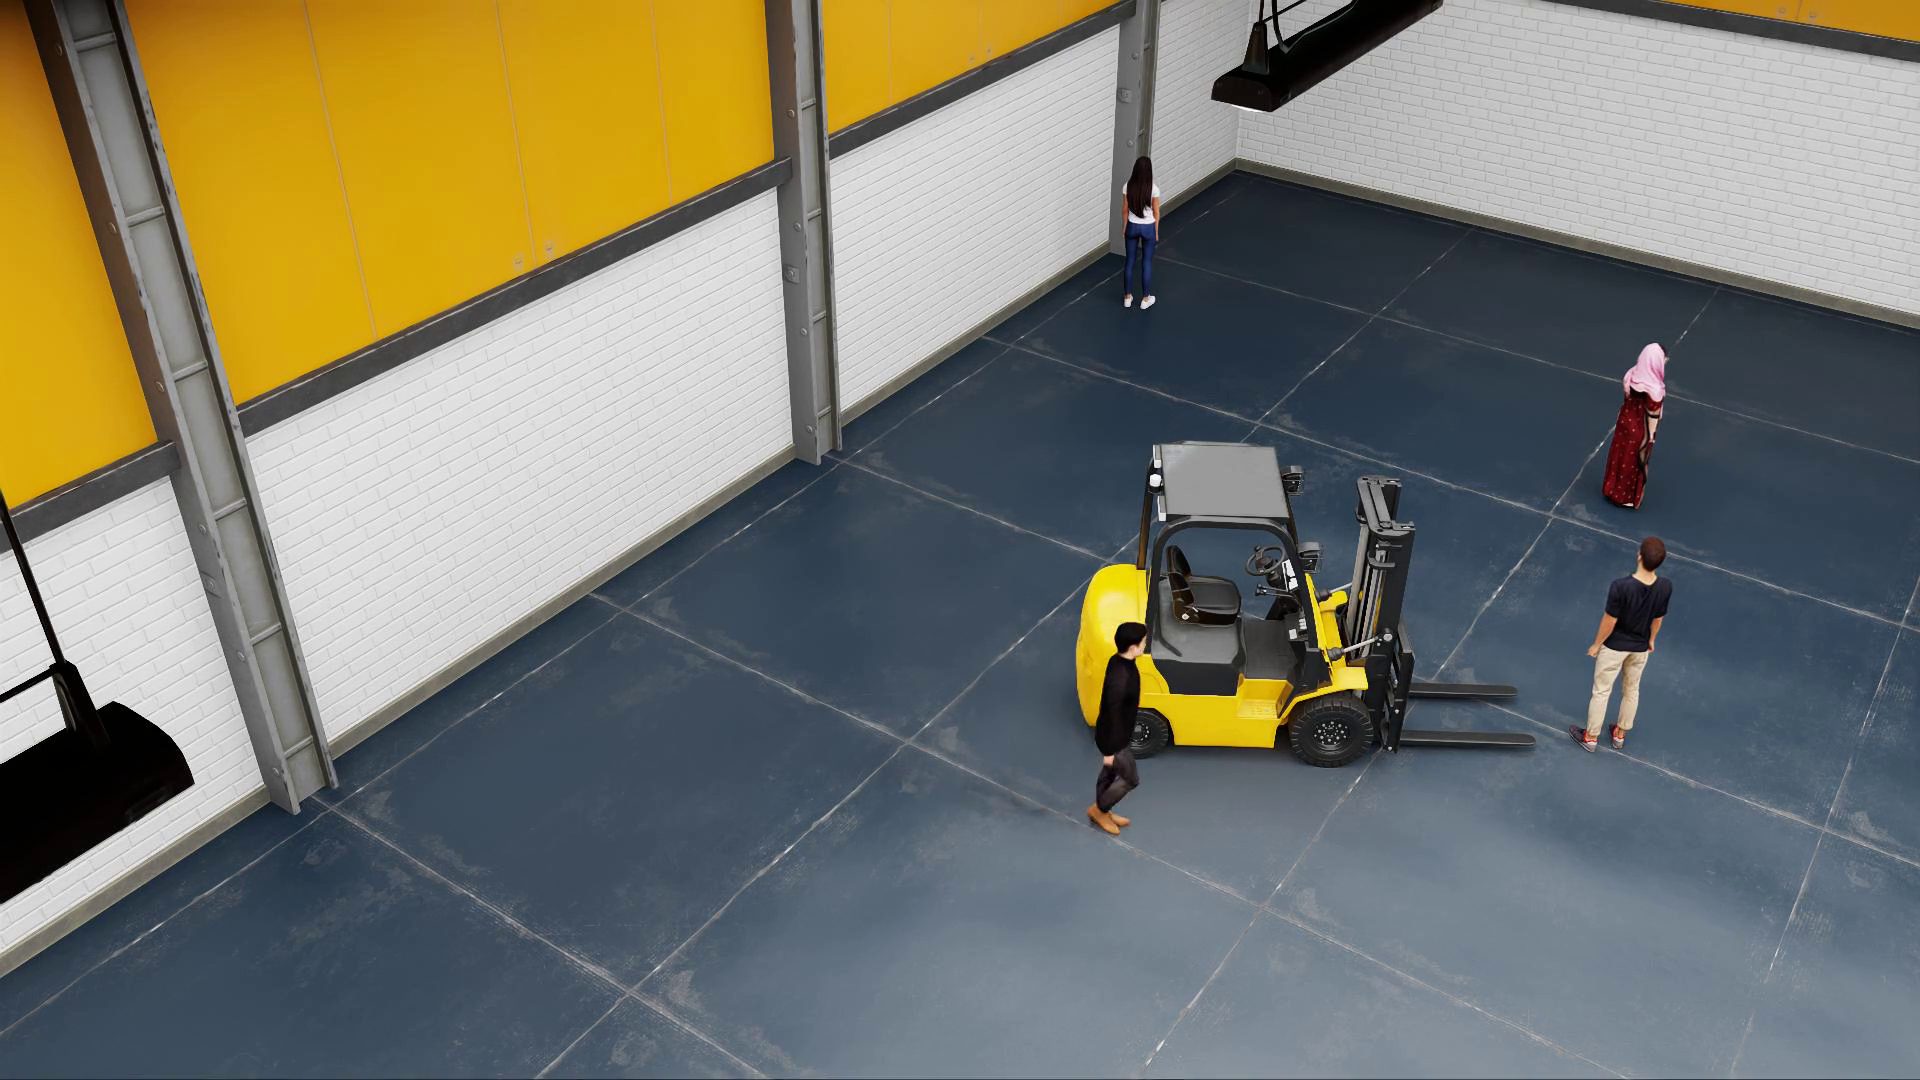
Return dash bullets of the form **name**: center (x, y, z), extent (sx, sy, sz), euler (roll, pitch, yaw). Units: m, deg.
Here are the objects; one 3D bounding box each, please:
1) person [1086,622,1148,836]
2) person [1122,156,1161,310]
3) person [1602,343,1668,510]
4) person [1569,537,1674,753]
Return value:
- **person**: center (1.014, 1.311, 11.541), extent (0.827, 1.708, 0.689), euler (7, 34, 10)
- **person**: center (2.022, -3.445, 18.635), extent (0.634, 1.775, 0.593), euler (12, 36, 18)
- **person**: center (6.178, -1.055, 15.163), extent (0.820, 1.638, 0.760), euler (-5, 34, -8)
- **person**: center (4.892, 0.771, 12.216), extent (0.698, 1.859, 0.746), euler (-4, 34, -6)
